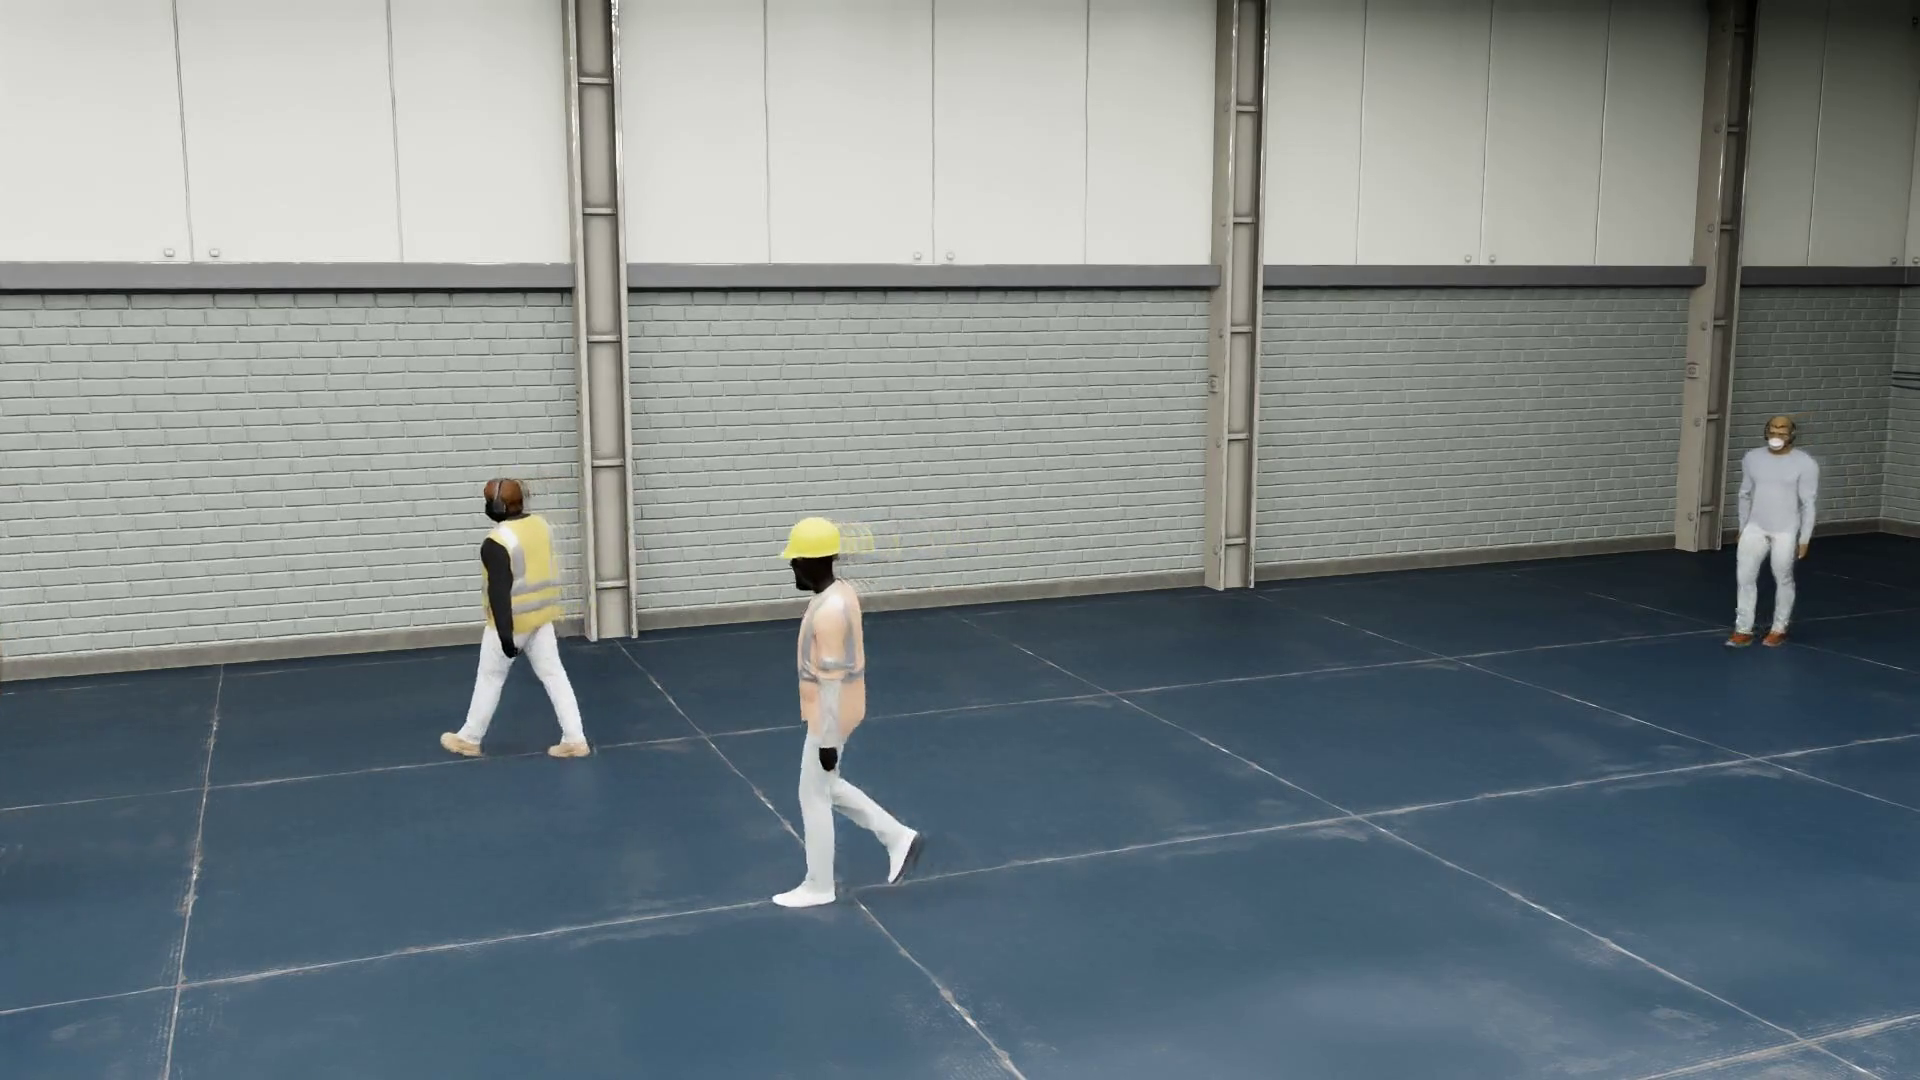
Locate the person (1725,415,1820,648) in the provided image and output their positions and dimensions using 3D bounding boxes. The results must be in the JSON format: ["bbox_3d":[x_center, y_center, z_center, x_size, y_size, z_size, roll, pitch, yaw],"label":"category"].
[{"bbox_3d":[6.525,-0.049,13.408,0.840,1.909,0.651,-8,12,-40],"label":"person"}]

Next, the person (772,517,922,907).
[{"bbox_3d":[-0.555,0.826,7.958,0.635,1.904,0.606,0,9,1],"label":"person"}]

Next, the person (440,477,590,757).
[{"bbox_3d":[-2.778,0.496,10.412,0.978,1.793,0.640,4,10,22],"label":"person"}]
